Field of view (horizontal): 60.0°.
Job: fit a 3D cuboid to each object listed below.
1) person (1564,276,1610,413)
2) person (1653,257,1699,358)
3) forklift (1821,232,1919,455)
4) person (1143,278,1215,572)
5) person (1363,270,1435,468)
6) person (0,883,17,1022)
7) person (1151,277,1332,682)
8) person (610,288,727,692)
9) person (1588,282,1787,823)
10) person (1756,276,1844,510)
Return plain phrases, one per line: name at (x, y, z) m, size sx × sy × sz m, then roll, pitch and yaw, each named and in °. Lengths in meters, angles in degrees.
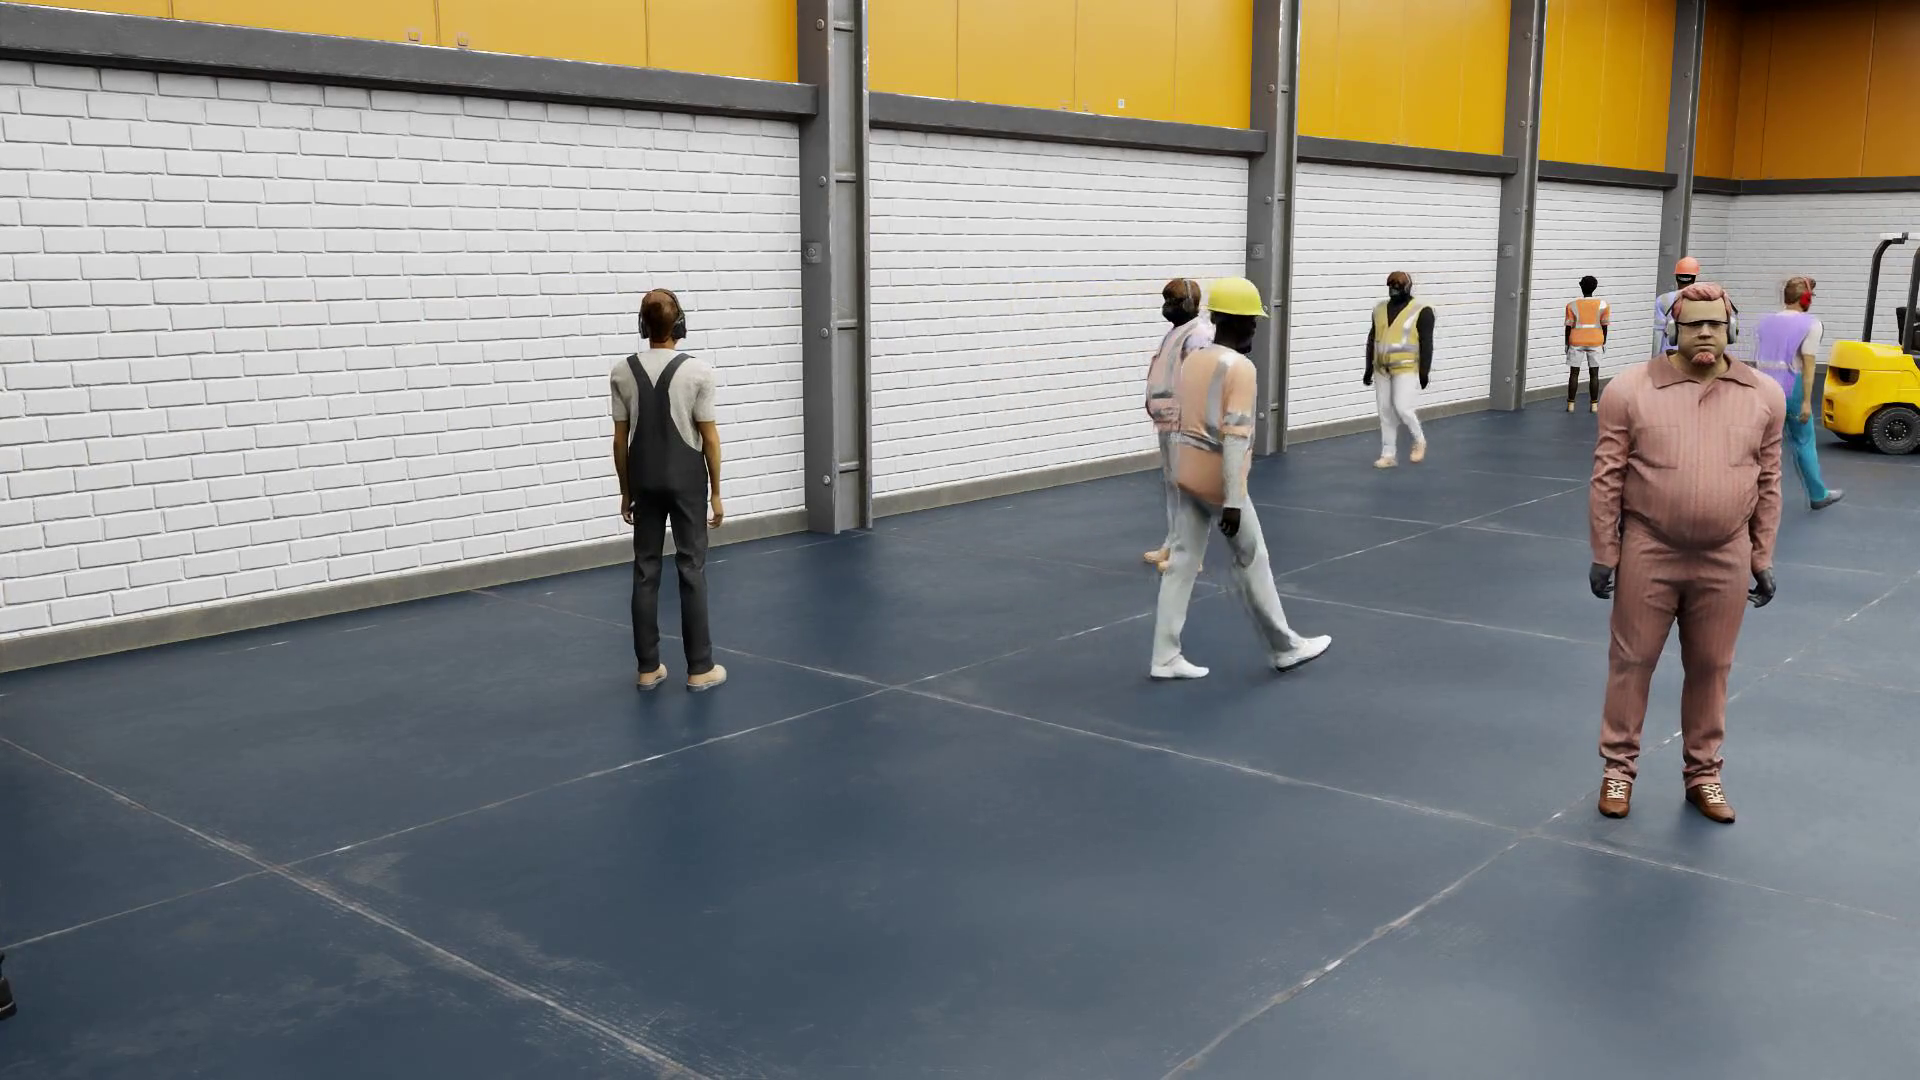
person at (7.727, -2.413, 20.541) m, size 0.531 × 1.694 × 0.320 m, roll 3°, pitch 10°, yaw 16°
person at (7.139, -1.822, 16.470) m, size 0.542 × 1.939 × 0.363 m, roll 4°, pitch 11°, yaw 23°
forklift at (9.955, -1.972, 16.595) m, size 2.313 × 2.155 × 1.214 m, roll 1°, pitch 10°, yaw 8°
person at (1.379, -0.720, 10.471) m, size 0.429 × 1.842 × 0.633 m, roll -1°, pitch 10°, yaw -7°
person at (4.052, -1.574, 15.382) m, size 0.466 × 1.824 × 0.631 m, roll -8°, pitch 13°, yaw -39°
person at (-2.707, 0.334, 4.204) m, size 0.548 × 1.934 × 0.375 m, roll 7°, pitch 12°, yaw 35°
person at (1.305, -0.274, 7.795) m, size 0.945 × 1.880 × 0.617 m, roll -4°, pitch 11°, yaw -21°
person at (-1.328, -0.219, 7.607) m, size 0.506 × 1.847 × 0.345 m, roll 2°, pitch 10°, yaw 9°
person at (2.563, 0.052, 5.891) m, size 0.651 × 1.907 × 0.409 m, roll 2°, pitch 10°, yaw 9°
person at (6.378, -1.094, 12.694) m, size 0.926 × 1.799 × 0.596 m, roll -4°, pitch 11°, yaw -22°
